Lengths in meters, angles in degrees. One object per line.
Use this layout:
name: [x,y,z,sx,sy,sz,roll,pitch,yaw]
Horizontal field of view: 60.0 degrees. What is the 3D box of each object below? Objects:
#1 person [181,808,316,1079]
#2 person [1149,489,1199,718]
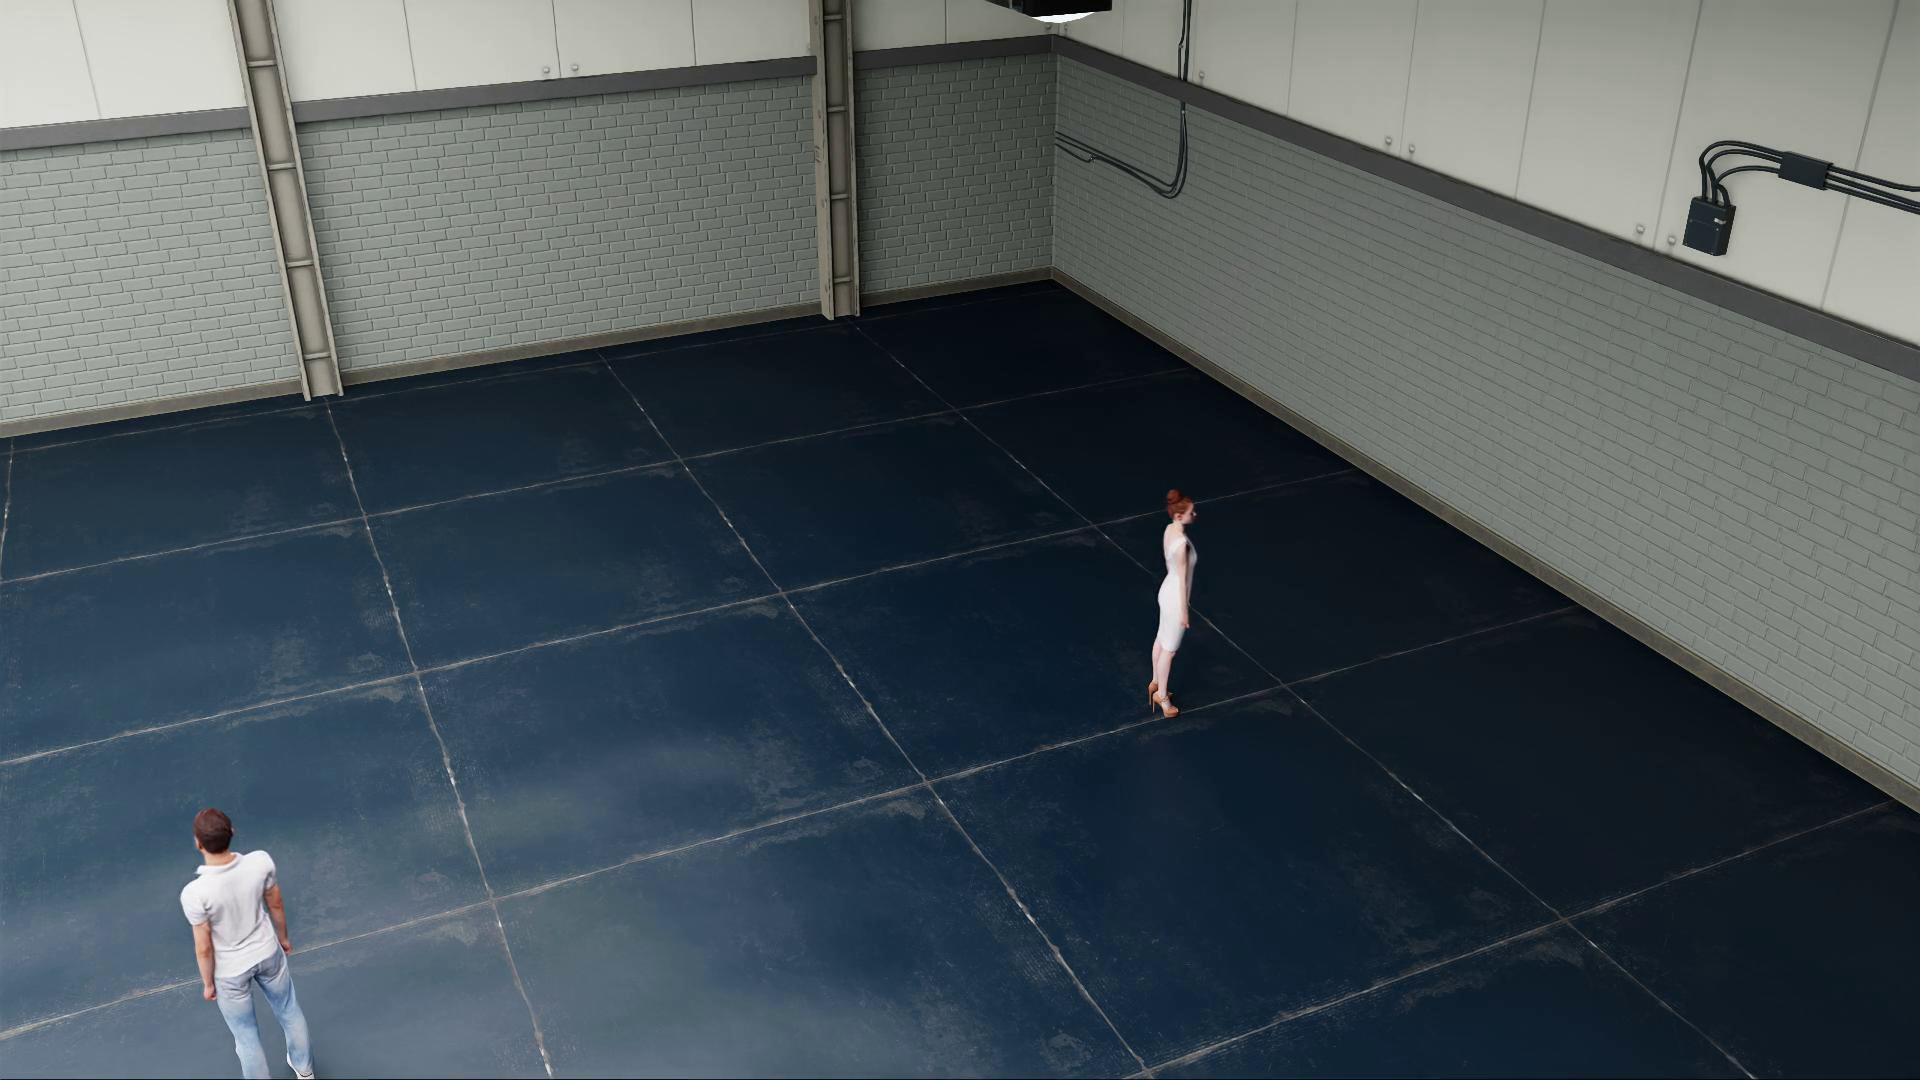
person: [-3.701,2.183,8.637,0.782,1.851,0.649,19,33,32]
person: [1.542,0.453,12.063,0.614,1.792,0.642,-2,27,-4]
